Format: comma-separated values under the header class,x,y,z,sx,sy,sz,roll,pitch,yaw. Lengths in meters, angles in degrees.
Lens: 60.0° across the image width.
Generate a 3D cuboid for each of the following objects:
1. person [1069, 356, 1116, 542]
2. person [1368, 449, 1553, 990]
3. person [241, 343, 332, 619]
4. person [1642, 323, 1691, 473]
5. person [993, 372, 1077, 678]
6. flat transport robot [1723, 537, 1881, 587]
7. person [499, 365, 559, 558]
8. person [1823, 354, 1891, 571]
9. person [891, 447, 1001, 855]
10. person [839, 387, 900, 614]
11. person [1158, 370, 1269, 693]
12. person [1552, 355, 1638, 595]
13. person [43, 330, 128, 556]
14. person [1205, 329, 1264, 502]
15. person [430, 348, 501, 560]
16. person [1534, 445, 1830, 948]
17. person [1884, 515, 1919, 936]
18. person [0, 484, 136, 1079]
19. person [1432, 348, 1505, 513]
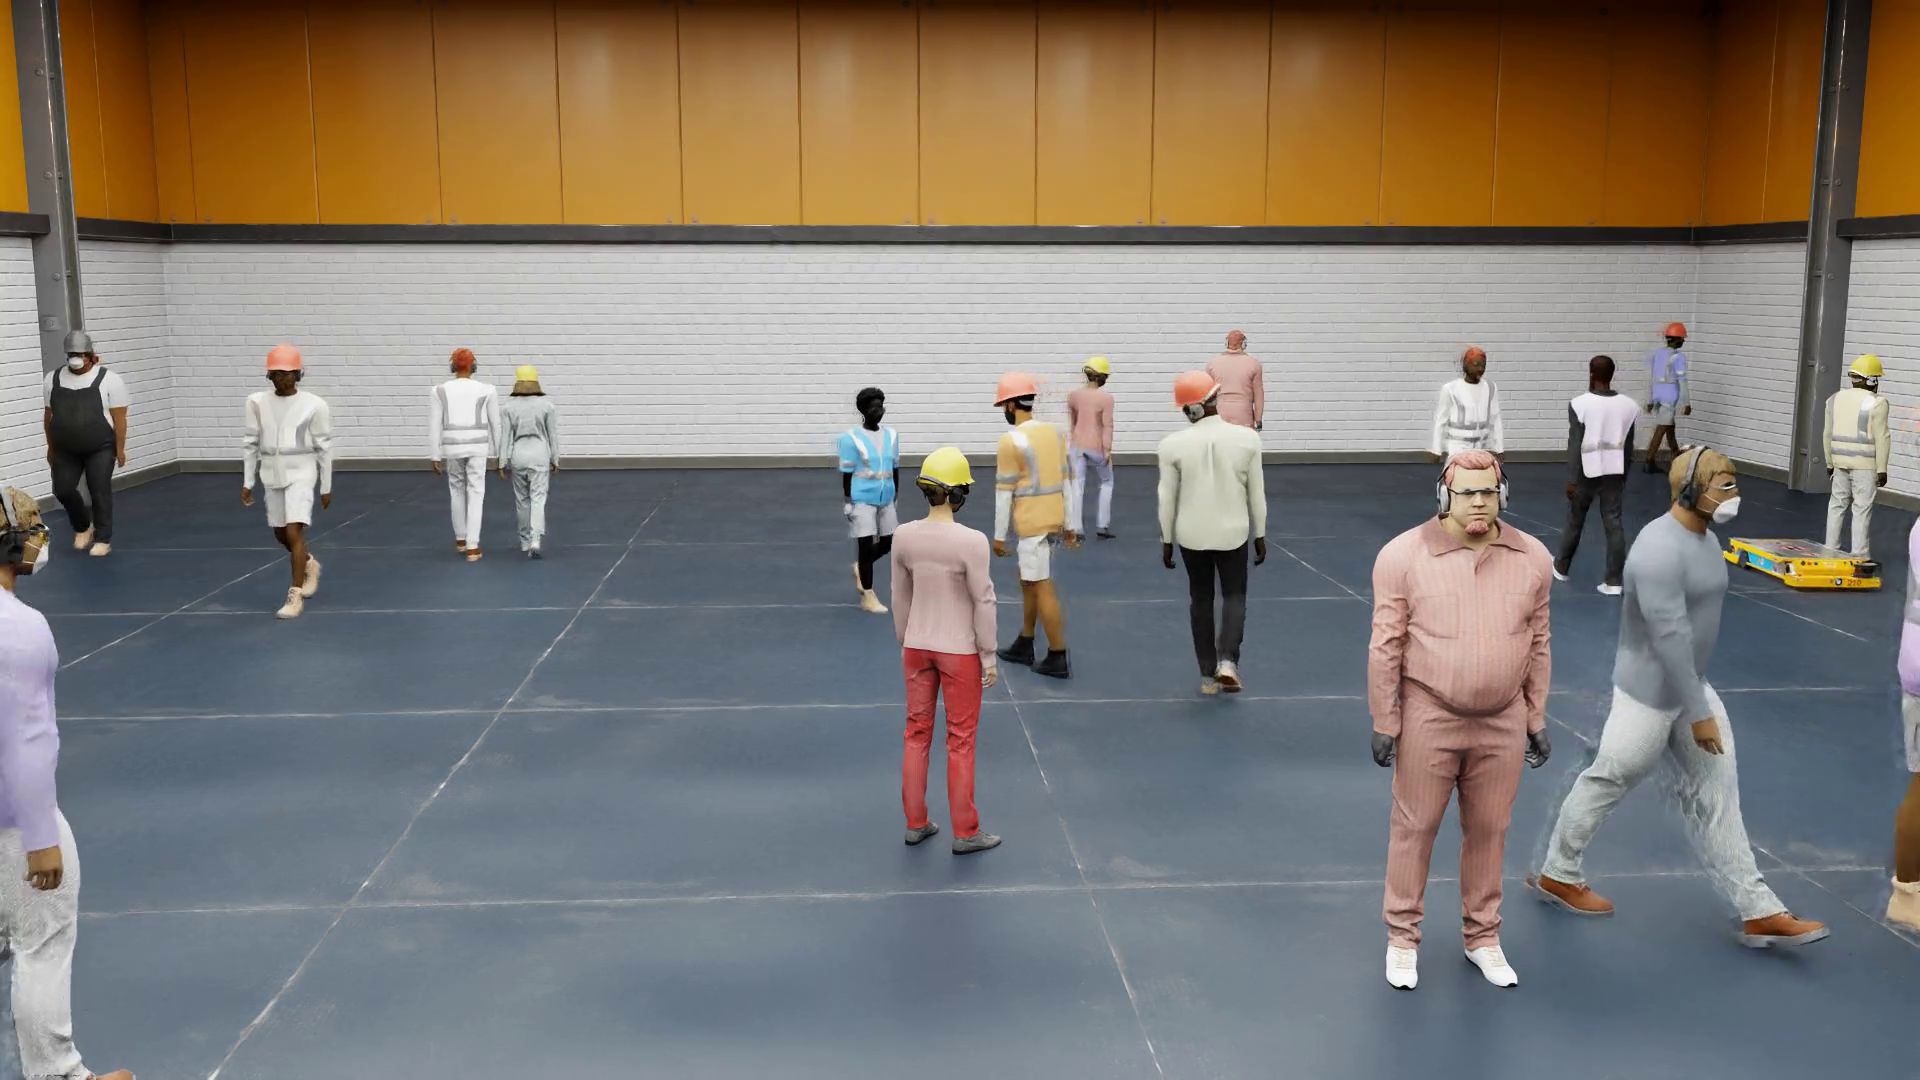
class,x,y,z,sx,sy,sz,roll,pitch,yaw
person,1.263,-0.859,15.700,0.535,1.742,0.650,6,11,32
person,1.759,0.630,5.823,0.654,1.906,0.408,0,9,-2
person,-4.974,-0.468,12.419,0.617,2.013,0.943,1,9,4
person,9.050,-1.782,21.006,0.927,1.891,0.562,-2,9,-10
person,0.394,-0.093,10.422,0.796,1.886,0.584,7,12,38
flat transport robot,6.958,0.174,13.804,0.652,0.197,1.431,0,9,2
person,-3.857,-0.704,14.844,0.514,1.697,0.837,-1,9,-6
person,7.633,-0.656,14.130,0.404,1.831,0.600,-4,10,-21
person,-0.062,0.479,7.211,0.524,1.769,0.308,6,11,33
person,-0.703,-0.306,12.399,0.537,1.685,0.544,-7,11,-37
person,1.491,-0.031,9.834,0.649,1.948,0.525,1,9,9
person,5.061,-0.534,13.258,0.621,1.861,1.011,-1,9,-8
person,-7.767,-0.861,14.763,0.703,2.000,0.536,-1,9,-9
person,3.038,-1.370,18.391,0.652,1.904,0.403,3,10,20
person,-4.379,-0.779,14.845,0.588,1.847,0.879,-1,9,-6
person,2.685,0.582,6.229,0.629,1.882,1.062,-9,13,-43
person,3.712,0.515,6.158,0.618,2.025,0.440,-6,11,-31
person,-2.825,0.799,4.742,0.640,1.923,0.672,8,12,40
person,4.719,-0.853,15.382,0.594,1.828,0.996,-3,10,-19
